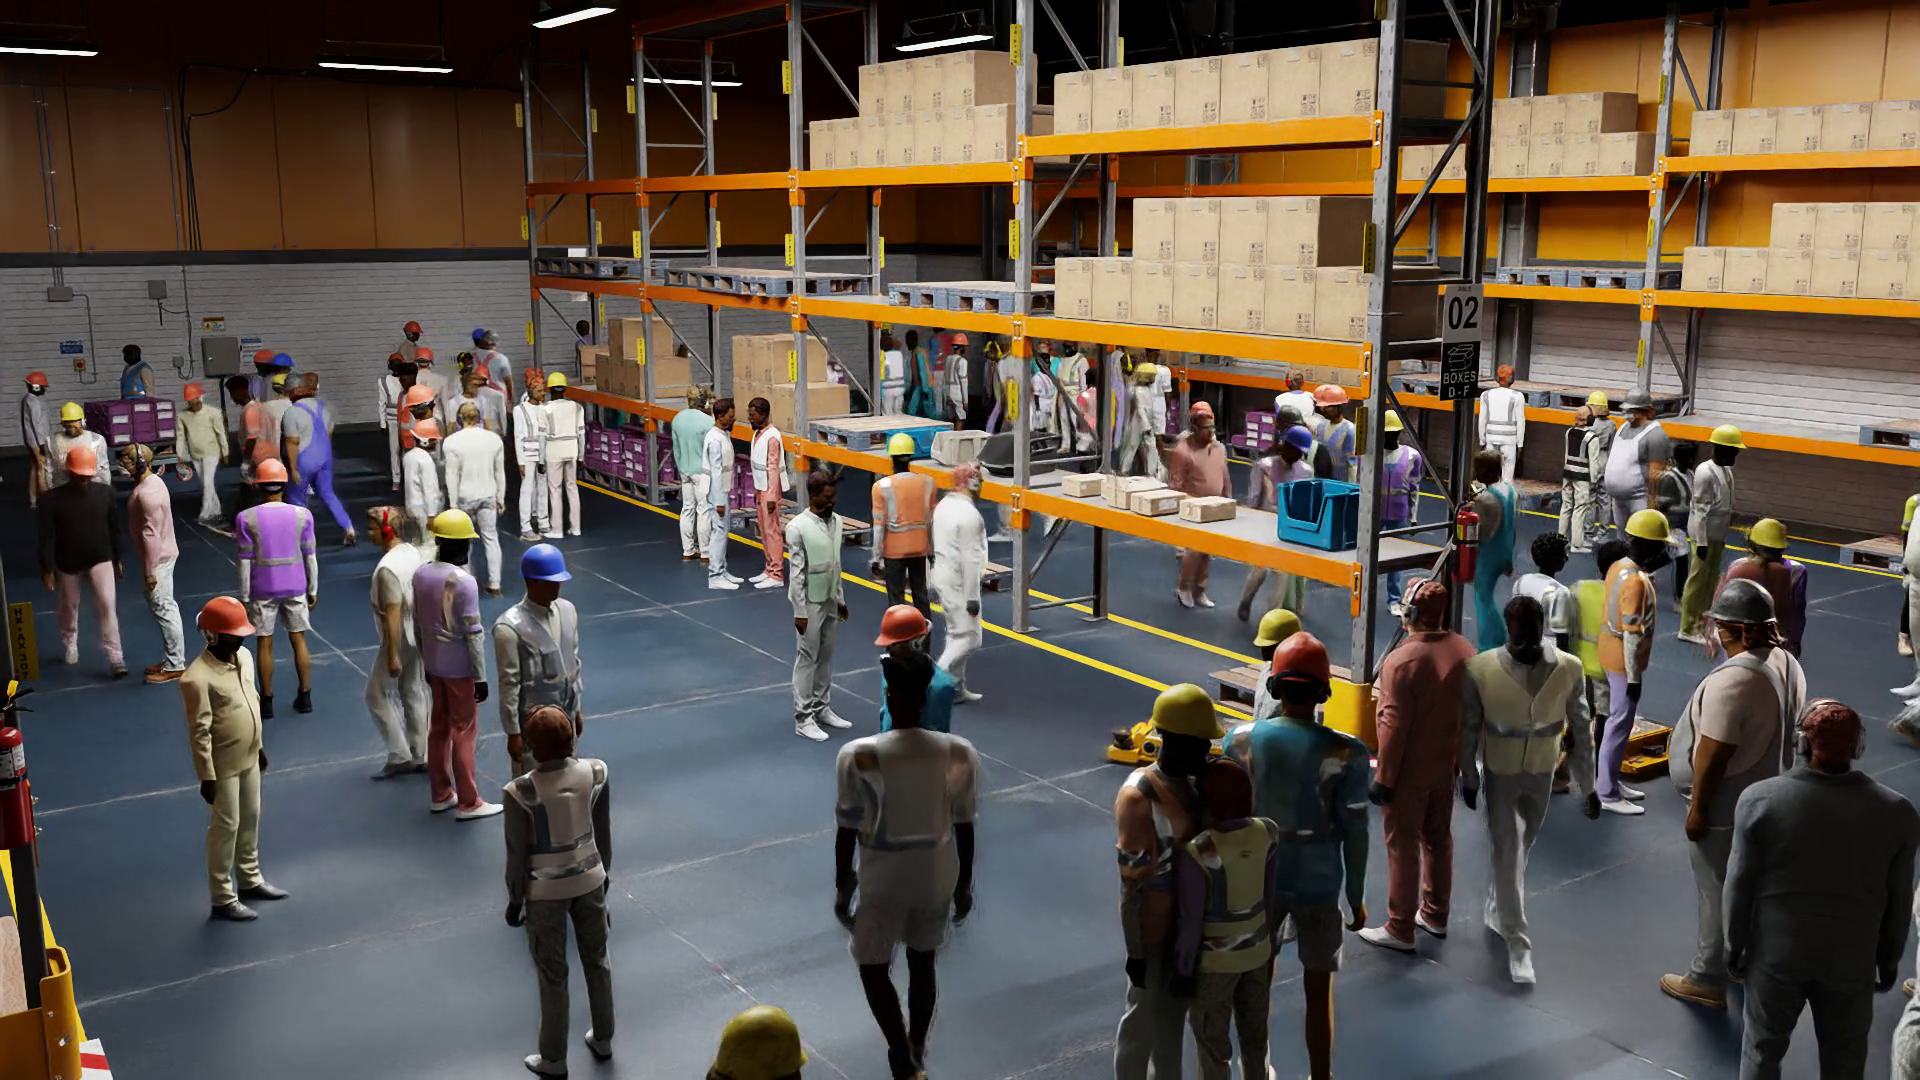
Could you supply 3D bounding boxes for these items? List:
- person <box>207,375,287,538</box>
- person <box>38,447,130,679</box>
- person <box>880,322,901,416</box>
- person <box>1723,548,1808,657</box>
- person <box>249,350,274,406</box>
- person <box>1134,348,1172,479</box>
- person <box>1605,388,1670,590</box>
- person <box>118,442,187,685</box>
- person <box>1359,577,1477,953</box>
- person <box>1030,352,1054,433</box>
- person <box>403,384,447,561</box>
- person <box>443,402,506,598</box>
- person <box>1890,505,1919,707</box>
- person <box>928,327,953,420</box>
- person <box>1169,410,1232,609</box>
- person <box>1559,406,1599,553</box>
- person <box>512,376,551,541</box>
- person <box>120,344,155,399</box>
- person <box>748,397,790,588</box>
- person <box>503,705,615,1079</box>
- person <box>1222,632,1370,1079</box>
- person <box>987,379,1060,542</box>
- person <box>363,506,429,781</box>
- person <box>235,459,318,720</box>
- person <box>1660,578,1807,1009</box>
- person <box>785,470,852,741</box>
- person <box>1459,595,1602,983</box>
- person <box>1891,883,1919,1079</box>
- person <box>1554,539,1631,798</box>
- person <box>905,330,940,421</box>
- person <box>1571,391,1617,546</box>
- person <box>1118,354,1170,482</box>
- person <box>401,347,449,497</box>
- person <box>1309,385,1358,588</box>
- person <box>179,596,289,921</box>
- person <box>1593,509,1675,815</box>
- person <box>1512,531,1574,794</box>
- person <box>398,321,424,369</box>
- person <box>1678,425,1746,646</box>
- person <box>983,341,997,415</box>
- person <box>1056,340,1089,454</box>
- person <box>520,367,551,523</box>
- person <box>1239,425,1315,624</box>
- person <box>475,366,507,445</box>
[{"bbox_3d":[-8.136,-0.953,19.081,1.001,1.895,0.675,-5,12,-26],"label":"person"},{"bbox_3d":[-7.115,0.164,13.469,0.636,1.885,1.203,-8,14,-37],"label":"person"},{"bbox_3d":[-1.314,-3.104,30.301,0.403,1.825,0.593,-8,14,-35],"label":"person"},{"bbox_3d":[5.511,0.679,11.433,0.523,1.631,0.312,6,13,30],"label":"person"},{"bbox_3d":[-9.262,-1.573,22.208,0.403,1.927,0.555,-2,11,-10],"label":"person"},{"bbox_3d":[2.692,-1.826,23.410,0.600,1.958,0.379,4,12,21],"label":"person"},{"bbox_3d":[6.665,-0.514,16.485,0.537,2.000,0.692,-2,11,-10],"label":"person"},{"bbox_3d":[-6.418,0.178,13.236,0.372,1.932,0.626,-5,12,-25],"label":"person"},{"bbox_3d":[2.299,1.129,8.421,0.655,1.906,0.407,-8,14,-36],"label":"person"},{"bbox_3d":[1.215,-1.917,24.543,0.321,1.697,0.529,4,12,22],"label":"person"},{"bbox_3d":[-5.304,-0.534,16.589,0.380,2.039,0.607,-2,11,-9],"label":"person"},{"bbox_3d":[-4.742,-0.394,16.251,0.636,1.897,0.728,-10,15,-42],"label":"person"},{"bbox_3d":[7.359,0.321,12.608,0.398,1.893,0.659,1,11,6],"label":"person"},{"bbox_3d":[-0.370,-3.115,30.333,0.430,1.836,0.634,8,13,34],"label":"person"},{"bbox_3d":[2.293,-0.279,15.679,0.646,1.892,0.434,-8,14,-35],"label":"person"},{"bbox_3d":[6.826,-0.666,18.319,0.317,1.629,0.508,-4,12,-19],"label":"person"},{"bbox_3d":[-4.870,-0.937,19.079,0.344,1.879,0.581,7,13,32],"label":"person"},{"bbox_3d":[-11.992,-1.932,24.255,0.634,1.840,0.429,8,14,37],"label":"person"},{"bbox_3d":[-1.929,-0.480,16.664,0.410,1.908,0.598,-4,12,-21],"label":"person"},{"bbox_3d":[-1.718,1.508,7.173,0.513,1.637,0.313,-10,15,-41],"label":"person"},{"bbox_3d":[1.369,1.379,6.827,0.615,2.034,0.406,6,13,29],"label":"person"},{"bbox_3d":[0.706,-0.894,18.877,0.794,1.874,0.645,1,11,5],"label":"person"},{"bbox_3d":[-3.716,0.673,10.944,0.512,1.832,0.589,0,11,1],"label":"person"},{"bbox_3d":[-5.053,0.357,12.334,0.552,1.923,0.390,-7,13,-31],"label":"person"},{"bbox_3d":[3.624,1.170,7.864,0.681,2.000,0.535,-8,14,-37],"label":"person"},{"bbox_3d":[-1.017,0.450,11.870,0.392,1.918,0.589,6,12,27],"label":"person"},{"bbox_3d":[2.794,1.197,8.161,0.620,1.867,0.911,-1,11,-4],"label":"person"},{"bbox_3d":[3.897,1.513,6.416,0.374,1.931,0.625,1,11,4],"label":"person"},{"bbox_3d":[4.058,0.822,10.562,0.400,1.679,0.547,-6,13,-30],"label":"person"},{"bbox_3d":[-0.658,-2.475,26.981,0.929,1.855,0.604,0,11,-1],"label":"person"},{"bbox_3d":[7.131,-0.801,18.715,0.488,1.743,0.319,-5,12,-23],"label":"person"},{"bbox_3d":[2.468,-1.642,22.820,0.832,1.837,0.544,5,12,23],"label":"person"},{"bbox_3d":[-7.007,-1.533,21.852,0.635,1.985,0.414,-3,11,-14],"label":"person"},{"bbox_3d":[3.728,-0.533,16.617,0.430,2.033,0.608,-5,12,-23],"label":"person"},{"bbox_3d":[-3.833,1.144,8.780,0.351,1.738,0.573,1,11,6],"label":"person"},{"bbox_3d":[4.170,0.750,10.345,0.400,1.917,0.588,3,11,15],"label":"person"},{"bbox_3d":[3.755,0.781,10.735,0.319,1.697,0.532,-3,12,-16],"label":"person"},{"bbox_3d":[-8.944,-2.581,27.211,0.412,1.985,0.615,1,11,5],"label":"person"},{"bbox_3d":[6.534,-0.049,14.427,0.590,1.918,0.396,-11,15,-44],"label":"person"},{"bbox_3d":[0.508,-2.200,25.816,0.315,1.770,0.524,1,11,5],"label":"person"},{"bbox_3d":[1.722,-2.240,25.881,0.455,1.834,0.632,-9,14,-38],"label":"person"},{"bbox_3d":[-5.122,-1.143,20.108,0.355,1.884,0.575,-4,12,-22],"label":"person"},{"bbox_3d":[2.759,-0.083,14.630,0.682,1.900,0.623,-2,11,-11],"label":"person"},{"bbox_3d":[-6.274,-1.427,21.945,0.576,1.725,0.540,-4,12,-20],"label":"person"}]
